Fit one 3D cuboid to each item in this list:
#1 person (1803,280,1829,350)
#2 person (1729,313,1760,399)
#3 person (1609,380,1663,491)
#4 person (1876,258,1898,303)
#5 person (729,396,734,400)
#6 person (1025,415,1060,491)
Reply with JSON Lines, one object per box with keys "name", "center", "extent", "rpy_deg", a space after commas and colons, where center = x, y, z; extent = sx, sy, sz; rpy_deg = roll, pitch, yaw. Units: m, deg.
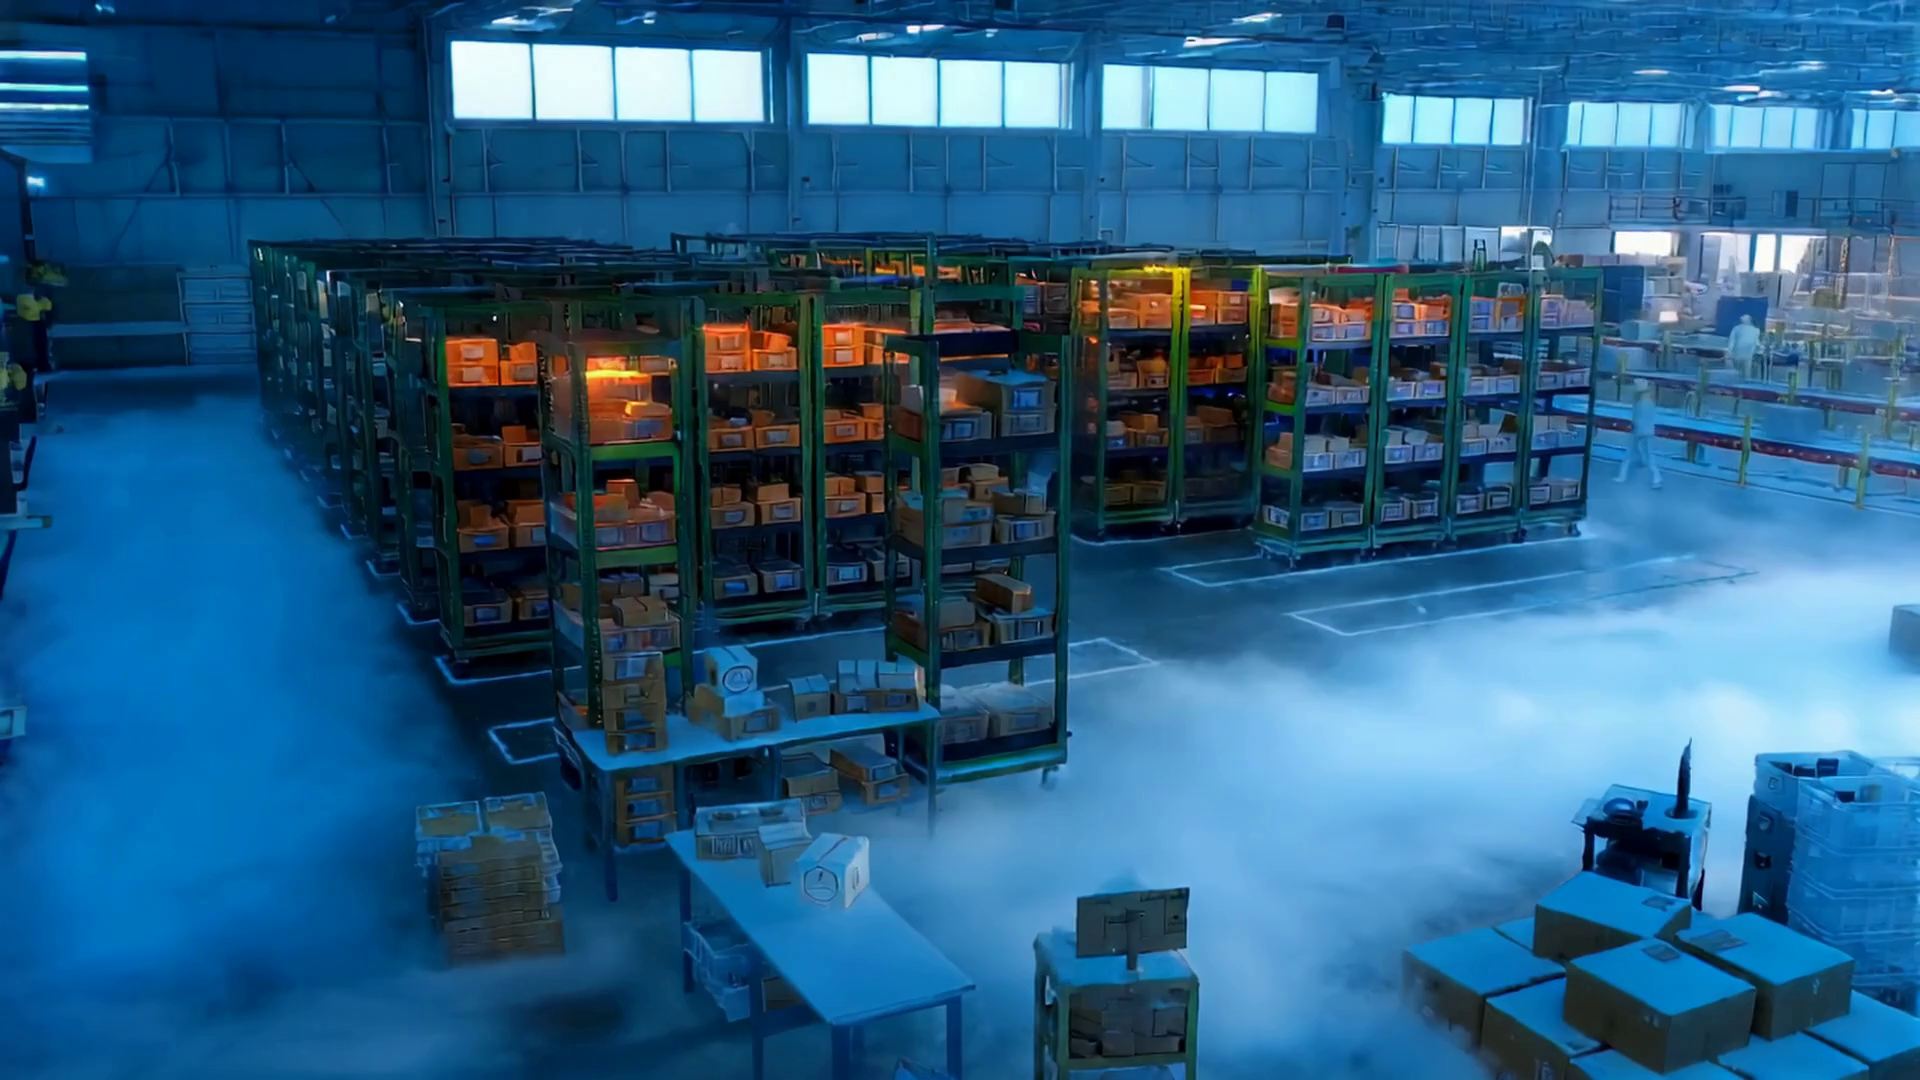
{"name": "person", "center": [24.570, -6.404, 47.513], "extent": [0.609, 2.014, 0.831], "rpy_deg": [-3, 12, -14]}
{"name": "person", "center": [17.478, -4.125, 37.198], "extent": [0.651, 1.861, 0.944], "rpy_deg": [2, 12, 8]}
{"name": "person", "center": [10.622, -1.632, 25.880], "extent": [0.530, 1.720, 0.918], "rpy_deg": [-5, 13, -24]}
{"name": "person", "center": [37.417, -10.459, 66.969], "extent": [0.535, 1.793, 0.953], "rpy_deg": [-7, 14, -31]}
{"name": "person", "center": [-4.361, -3.003, 32.064], "extent": [0.567, 1.816, 0.895], "rpy_deg": [-7, 14, -29]}
{"name": "person", "center": [1.091, -0.956, 22.129], "extent": [0.642, 1.966, 0.606], "rpy_deg": [-5, 13, -24]}
